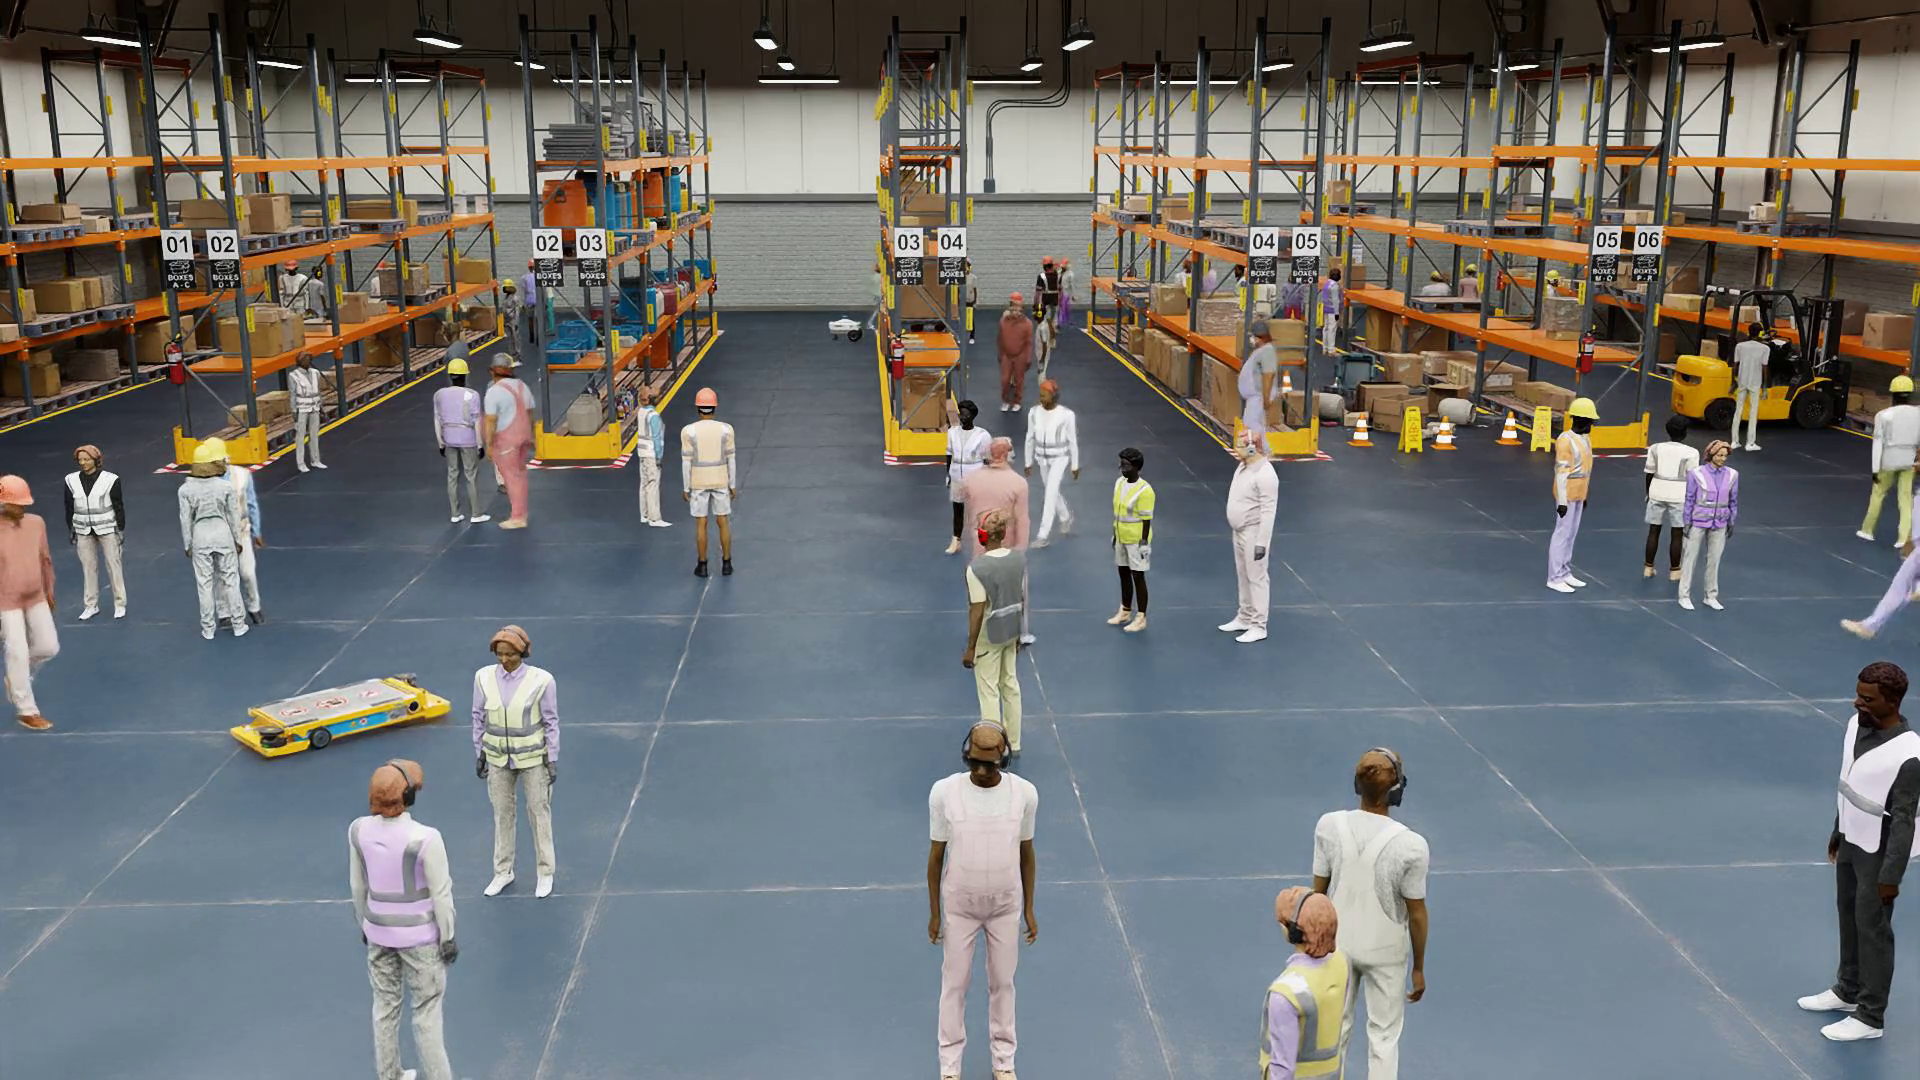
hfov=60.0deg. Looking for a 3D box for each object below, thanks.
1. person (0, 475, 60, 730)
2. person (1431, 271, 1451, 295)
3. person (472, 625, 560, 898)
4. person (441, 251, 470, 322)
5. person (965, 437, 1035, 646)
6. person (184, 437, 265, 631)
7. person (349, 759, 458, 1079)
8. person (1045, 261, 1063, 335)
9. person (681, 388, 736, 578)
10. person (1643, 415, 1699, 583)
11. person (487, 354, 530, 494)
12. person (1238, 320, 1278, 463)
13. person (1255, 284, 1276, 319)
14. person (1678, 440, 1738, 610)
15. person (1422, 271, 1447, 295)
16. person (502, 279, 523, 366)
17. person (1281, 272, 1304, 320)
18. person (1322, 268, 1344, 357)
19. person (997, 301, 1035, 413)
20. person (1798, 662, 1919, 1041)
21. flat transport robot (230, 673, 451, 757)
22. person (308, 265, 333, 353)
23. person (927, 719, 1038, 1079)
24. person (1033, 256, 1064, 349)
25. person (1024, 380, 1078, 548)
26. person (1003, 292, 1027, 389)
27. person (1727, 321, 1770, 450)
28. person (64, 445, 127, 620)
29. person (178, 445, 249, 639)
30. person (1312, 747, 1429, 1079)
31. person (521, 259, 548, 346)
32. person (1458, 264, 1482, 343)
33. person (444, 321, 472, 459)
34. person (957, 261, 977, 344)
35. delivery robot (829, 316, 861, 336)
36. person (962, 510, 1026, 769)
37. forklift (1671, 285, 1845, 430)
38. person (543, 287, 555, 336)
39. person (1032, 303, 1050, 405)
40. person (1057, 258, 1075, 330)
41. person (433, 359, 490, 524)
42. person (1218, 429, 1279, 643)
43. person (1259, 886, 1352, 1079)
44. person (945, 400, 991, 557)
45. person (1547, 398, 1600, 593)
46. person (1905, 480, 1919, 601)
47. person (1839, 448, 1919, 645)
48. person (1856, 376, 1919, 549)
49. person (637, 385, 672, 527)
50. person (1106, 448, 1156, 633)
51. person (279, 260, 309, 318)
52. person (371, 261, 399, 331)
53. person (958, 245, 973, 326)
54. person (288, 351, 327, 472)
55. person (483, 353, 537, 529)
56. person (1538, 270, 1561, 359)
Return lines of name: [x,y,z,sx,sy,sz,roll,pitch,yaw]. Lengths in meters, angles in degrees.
person: [-7.088,0.462,12.487,0.634,1.963,0.637,7,15,26]
person: [10.740,-5.227,37.324,0.512,1.612,0.638,-1,13,-2]
person: [-2.577,1.284,9.690,0.514,1.639,0.309,2,13,7]
person: [-12.507,-6.210,41.025,0.668,1.828,0.571,2,13,8]
person: [0.380,0.033,14.467,0.645,1.876,0.746,7,15,28]
person: [-6.626,-0.050,15.007,0.604,1.806,0.476,-7,15,-28]
person: [-2.512,1.791,7.543,0.522,1.638,0.310,5,14,20]
person: [2.194,-5.620,38.695,0.565,1.748,0.339,-10,17,-37]
person: [-2.564,-0.585,16.967,0.549,1.936,0.376,-4,14,-15]
person: [7.166,-0.421,16.782,0.320,1.698,0.538,-13,18,-43]
person: [-5.739,-1.486,21.152,0.312,1.769,0.525,12,18,41]
person: [4.078,-2.022,22.833,0.535,2.000,0.694,2,13,6]
person: [6.313,-4.768,34.712,0.585,1.927,0.366,7,15,27]
person: [7.084,-0.142,15.750,0.514,1.634,0.313,-1,13,-3]
person: [10.115,-4.885,35.635,0.589,1.730,0.603,4,14,16]
person: [-9.013,-4.358,33.366,0.484,1.745,0.297,12,18,42]
person: [7.433,-5.202,37.195,0.508,1.626,0.285,2,13,9]
person: [7.843,-4.786,34.970,0.429,1.845,0.622,-2,13,-8]
person: [0.916,-3.024,27.466,0.667,1.858,0.595,4,14,16]
person: [4.470,1.512,8.150,0.396,1.911,0.588,1,13,3]
flat transport robot: [-4.666,1.300,12.554,0.652,0.197,1.431,13,18,43]
person: [-13.683,-4.915,35.484,0.525,1.864,0.322,9,16,34]
person: [0.104,1.683,7.573,0.506,1.839,0.343,-2,13,-7]
person: [1.900,-5.207,36.437,0.632,1.982,1.068,-7,15,-27]
person: [1.050,-0.883,18.484,0.598,1.848,0.991,9,16,32]
person: [1.005,-3.623,30.231,0.329,1.751,0.572,-9,16,-32]
person: [11.420,-2.226,24.094,0.317,1.867,0.590,-13,18,-43]
person: [-8.015,-0.076,15.445,0.513,1.641,0.309,-2,13,-7]
person: [-6.668,0.013,14.852,0.493,1.741,0.309,-5,14,-22]
person: [1.752,1.777,7.158,0.516,1.843,0.327,9,16,34]
person: [-9.483,-5.312,37.098,0.567,1.882,0.972,-3,14,-13]
person: [11.427,-5.299,37.309,0.532,1.765,0.328,9,16,34]
person: [-7.061,-2.106,23.409,0.355,1.936,0.636,-1,13,-3]
person: [0.135,-5.322,37.205,0.509,1.862,0.331,6,15,25]
delivery robot: [-2.621,-4.844,37.770,0.707,0.478,0.477,1,13,3]
person: [0.256,0.701,11.716,0.372,1.843,0.570,11,17,40]
forklift: [12.503,-2.886,26.166,2.313,2.155,1.214,-1,13,-3]
person: [-9.621,-5.628,38.696,0.324,1.769,0.523,-1,13,-5]
person: [1.306,-2.891,26.884,0.315,1.869,0.526,0,13,1]
person: [2.520,-5.967,40.274,0.916,1.706,0.564,-12,18,-41]
person: [-5.810,-1.147,19.369,0.589,1.928,0.386,3,14,11]
person: [2.559,-0.043,14.755,0.399,1.902,0.643,-3,14,-11]
person: [1.289,2.087,6.285,0.307,1.639,0.525,11,17,38]
person: [0.078,-0.660,17.800,0.532,1.697,0.319,6,14,23]
person: [6.057,-0.449,16.416,0.374,1.924,0.594,11,17,39]
person: [9.315,-0.257,15.783,0.429,1.844,0.622,-1,13,-2]
person: [8.330,0.053,14.560,0.964,1.793,0.526,7,15,27]
person: [10.259,-0.860,18.236,0.590,1.893,0.852,2,13,8]
person: [-3.570,-0.969,19.231,0.315,1.640,0.515,-8,15,-30]
person: [1.557,-0.006,15.053,0.319,1.691,0.538,-7,15,-28]
person: [-14.135,-4.974,35.341,0.608,2.042,0.375,-2,13,-9]
person: [-12.191,-4.928,35.261,0.614,1.985,0.400,3,14,11]
person: [0.051,-6.266,40.804,0.381,2.045,0.605,-9,16,-33]
person: [-8.850,-1.749,22.544,0.311,1.636,0.522,7,15,27]
person: [-5.239,-1.176,19.251,0.582,2.000,0.773,6,14,22]
person: [12.216,-4.666,34.481,0.404,1.829,0.600,1,13,5]
